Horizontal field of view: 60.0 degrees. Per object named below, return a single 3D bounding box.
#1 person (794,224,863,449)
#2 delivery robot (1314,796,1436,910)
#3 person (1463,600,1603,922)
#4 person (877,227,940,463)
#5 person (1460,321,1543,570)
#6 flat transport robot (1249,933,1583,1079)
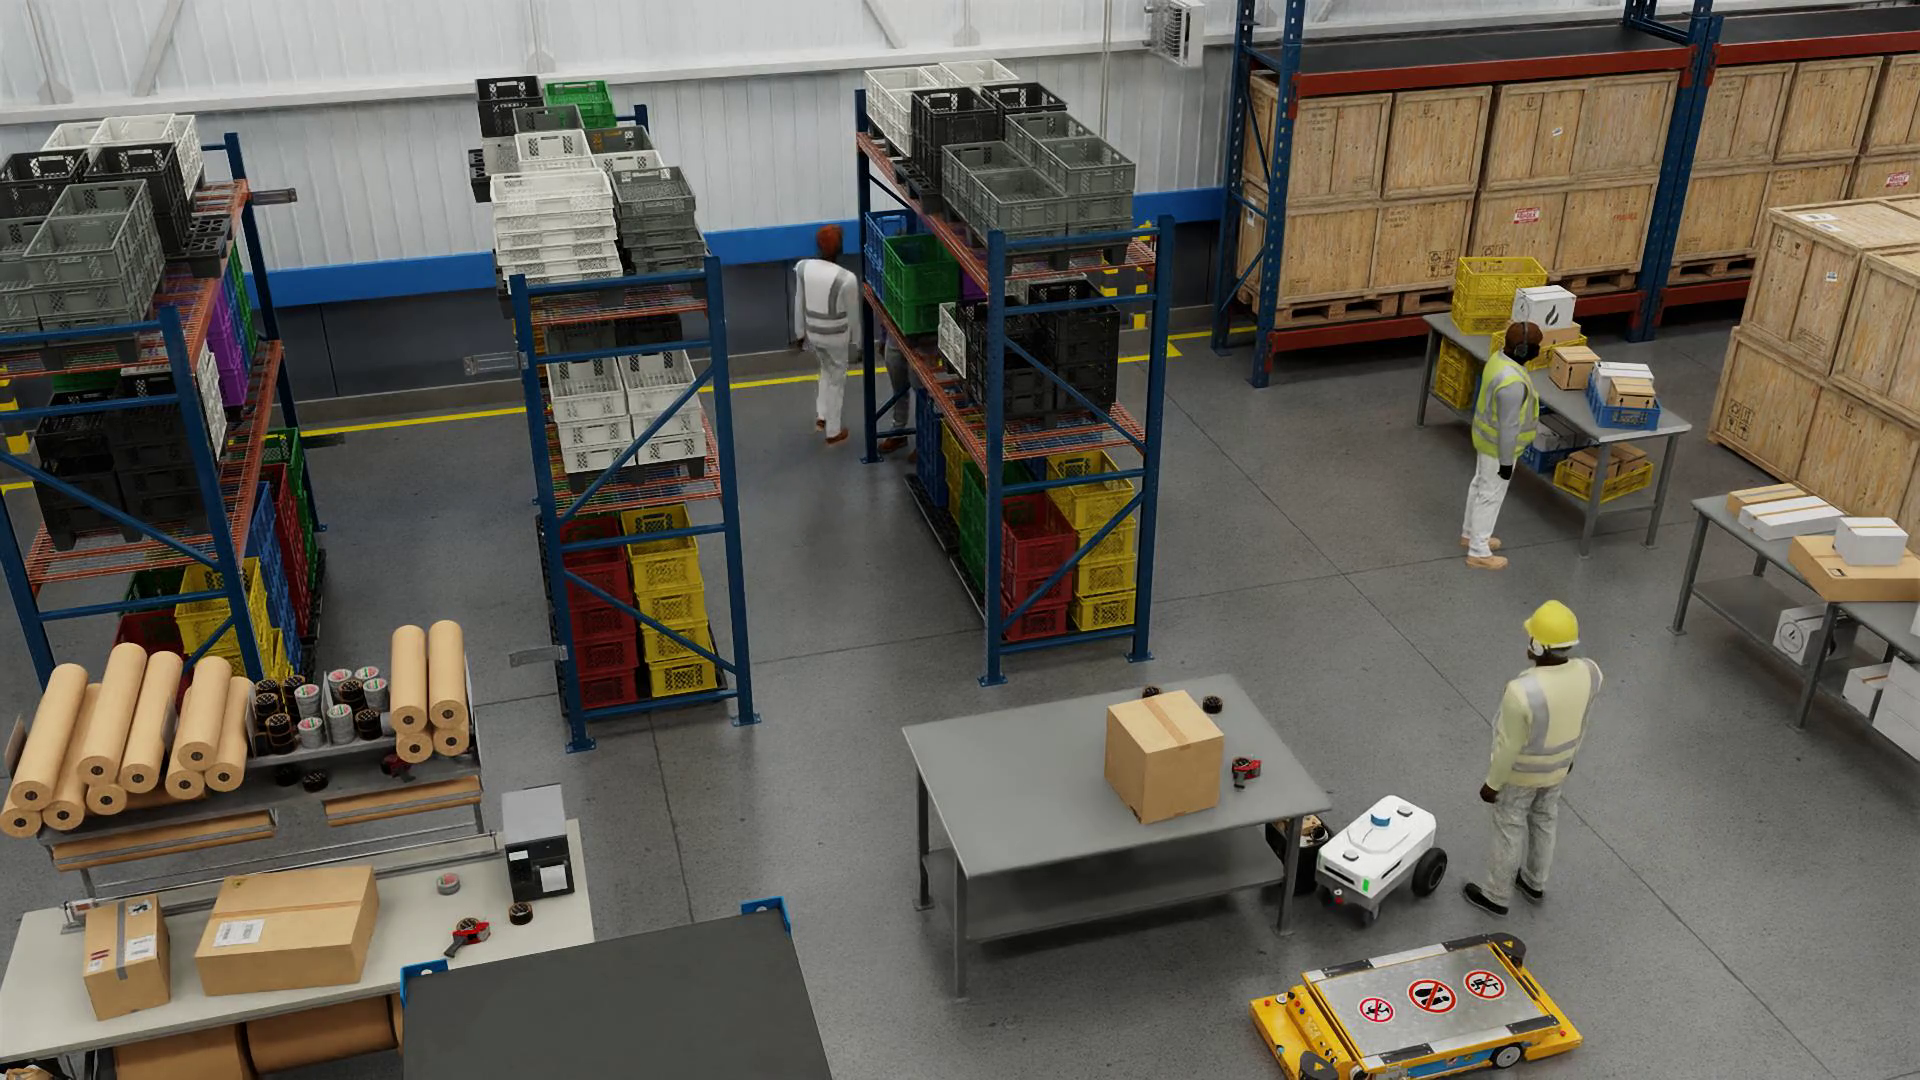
[{"bbox_3d":[-1.030,-1.656,13.493,0.609,1.869,0.443,17,33,28],"label":"person"},{"bbox_3d":[2.195,1.632,8.778,0.707,0.478,0.477,-26,38,-38],"label":"delivery robot"},{"bbox_3d":[2.903,1.125,8.476,0.600,1.829,0.404,-14,32,-24],"label":"person"},{"bbox_3d":[-0.402,-1.556,13.246,0.628,1.940,0.377,22,35,34],"label":"person"},{"bbox_3d":[3.831,-0.675,11.758,0.430,1.835,0.619,5,29,9],"label":"person"},{"bbox_3d":[2.184,2.282,7.980,1.431,0.197,0.652,-8,30,-14],"label":"flat transport robot"}]
